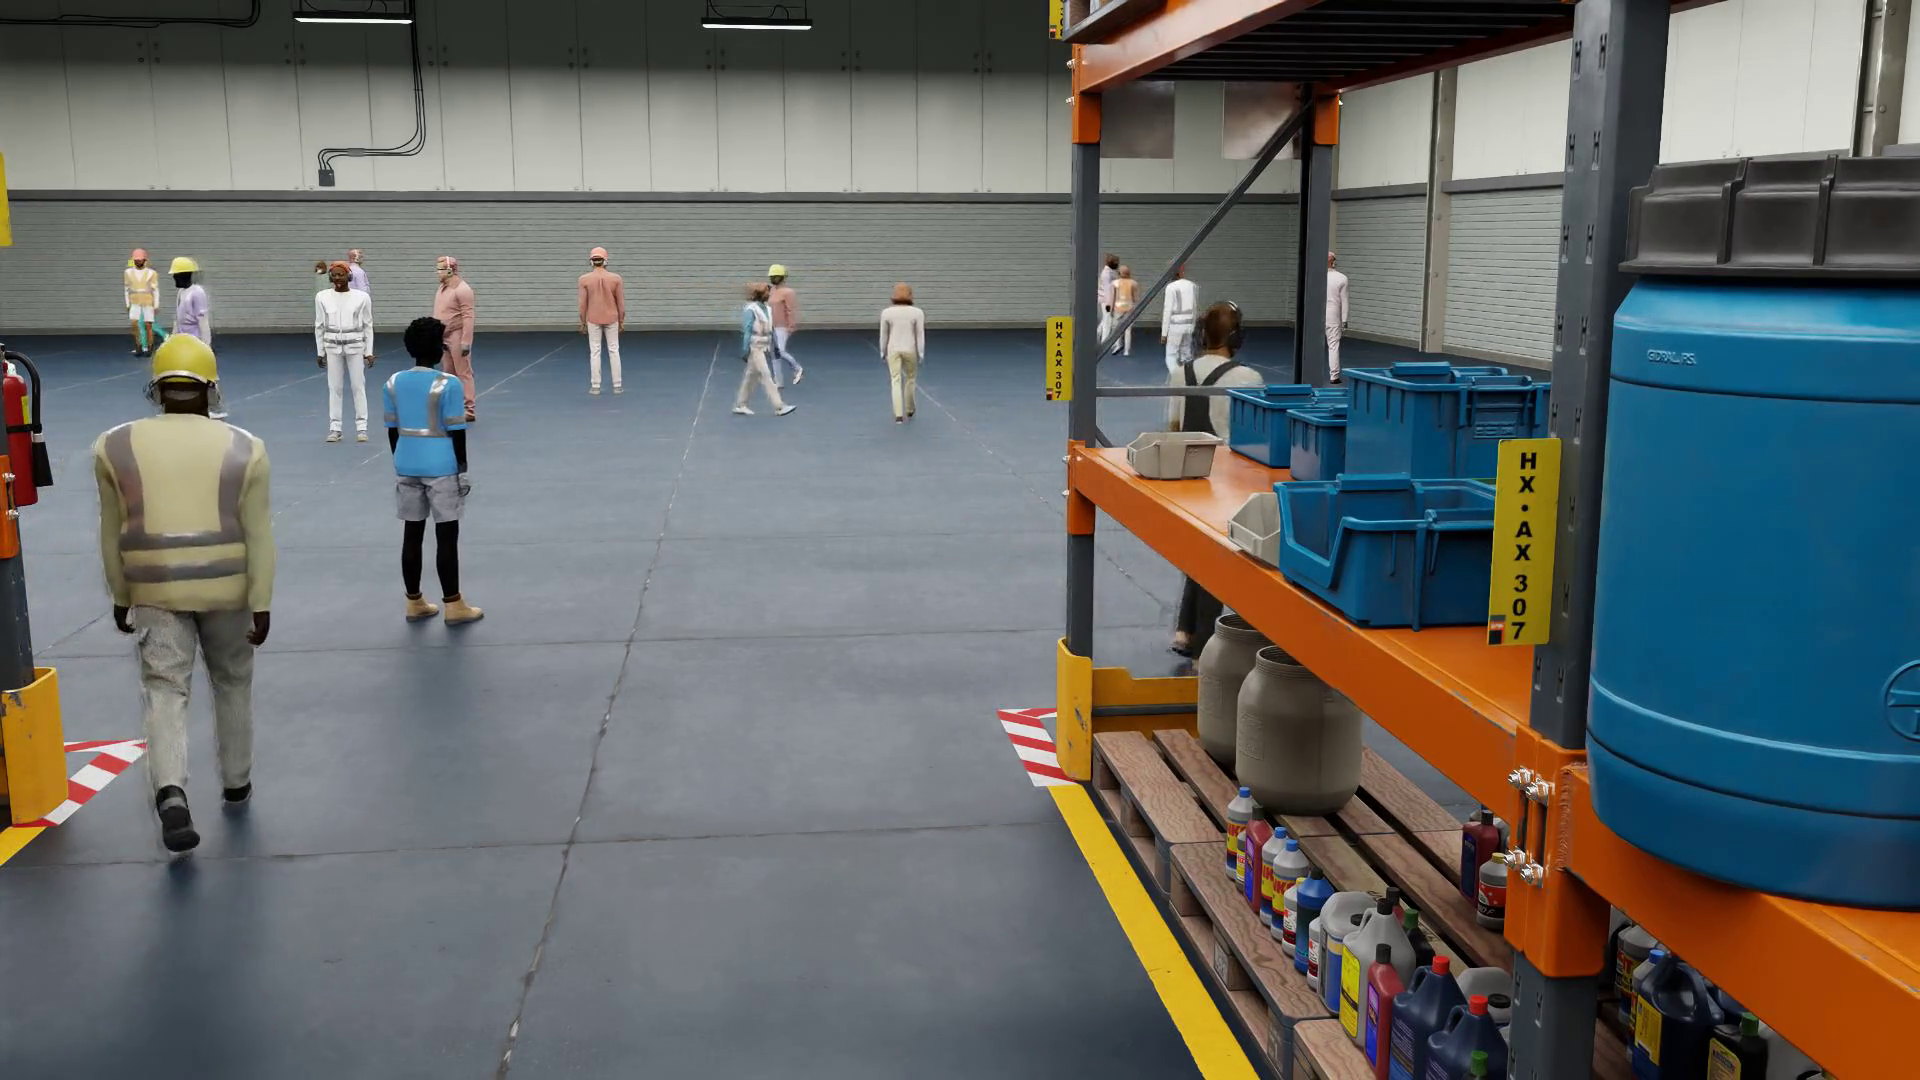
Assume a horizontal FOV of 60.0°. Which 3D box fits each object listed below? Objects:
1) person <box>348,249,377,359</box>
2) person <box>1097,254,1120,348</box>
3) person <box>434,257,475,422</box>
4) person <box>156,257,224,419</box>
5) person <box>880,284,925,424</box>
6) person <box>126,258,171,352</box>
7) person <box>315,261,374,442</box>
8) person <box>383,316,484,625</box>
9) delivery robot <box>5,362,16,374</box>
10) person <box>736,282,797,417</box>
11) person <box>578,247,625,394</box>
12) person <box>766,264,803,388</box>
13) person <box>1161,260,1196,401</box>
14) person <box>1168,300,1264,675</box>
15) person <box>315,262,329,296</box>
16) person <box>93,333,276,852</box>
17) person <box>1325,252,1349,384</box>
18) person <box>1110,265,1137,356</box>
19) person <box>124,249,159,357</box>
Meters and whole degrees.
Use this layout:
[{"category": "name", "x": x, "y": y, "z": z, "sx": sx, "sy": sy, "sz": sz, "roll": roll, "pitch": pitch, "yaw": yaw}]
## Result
[{"category": "person", "x": -10.564, "y": -4.138, "z": 29.228, "sx": 0.641, "sy": 1.908, "sz": 0.407, "roll": 9, "pitch": 14, "yaw": 42}, {"category": "person", "x": 2.781, "y": -4.575, "z": 31.933, "sx": 0.629, "sy": 1.803, "sz": 0.680, "roll": 3, "pitch": 11, "yaw": 16}, {"category": "person", "x": -5.845, "y": -2.301, "z": 19.168, "sx": 0.400, "sy": 1.905, "sz": 0.643, "roll": -10, "pitch": 14, "yaw": -43}, {"category": "person", "x": -8.980, "y": -2.298, "z": 19.190, "sx": 0.889, "sy": 1.893, "sz": 0.594, "roll": -8, "pitch": 13, "yaw": -38}, {"category": "person", "x": -0.663, "y": -2.157, "z": 19.216, "sx": 0.519, "sy": 1.579, "sz": 0.842, "roll": 0, "pitch": 10, "yaw": 1}, {"category": "person", "x": -15.103, "y": -4.358, "z": 30.899, "sx": 0.634, "sy": 1.747, "sz": 0.531, "roll": -6, "pitch": 12, "yaw": -29}, {"category": "person", "x": -6.420, "y": -1.962, "z": 17.362, "sx": 0.573, "sy": 1.883, "sz": 0.355, "roll": -2, "pitch": 10, "yaw": -10}, {"category": "person", "x": -2.927, "y": -0.378, "z": 9.188, "sx": 0.536, "sy": 1.696, "sz": 0.321, "roll": 4, "pitch": 11, "yaw": 23}, {"category": "delivery robot", "x": -12.833, "y": -2.227, "z": 22.199, "sx": 0.477, "sy": 0.478, "sz": 0.707, "roll": -5, "pitch": 11, "yaw": -24}, {"category": "person", "x": -2.330, "y": -2.257, "z": 19.775, "sx": 0.897, "sy": 1.582, "sz": 0.535, "roll": 4, "pitch": 11, "yaw": 19}, {"category": "person", "x": -4.870, "y": -2.977, "z": 22.643, "sx": 0.610, "sy": 1.985, "sz": 0.392, "roll": -3, "pitch": 11, "yaw": -16}, {"category": "person", "x": -2.511, "y": -2.993, "z": 23.376, "sx": 0.457, "sy": 1.754, "sz": 0.530, "roll": -10, "pitch": 14, "yaw": -43}, {"category": "person", "x": 2.908, "y": -2.714, "z": 21.622, "sx": 0.738, "sy": 1.860, "sz": 0.369, "roll": -9, "pitch": 14, "yaw": -40}, {"category": "person", "x": 1.259, "y": -0.243, "z": 8.104, "sx": 0.426, "sy": 1.828, "sz": 0.512, "roll": -9, "pitch": 14, "yaw": -41}, {"category": "person", "x": -13.740, "y": -5.199, "z": 35.864, "sx": 0.552, "sy": 1.610, "sz": 0.321, "roll": 9, "pitch": 13, "yaw": 40}, {"category": "person", "x": -2.727, "y": 0.174, "z": 5.896, "sx": 0.579, "sy": 1.798, "sz": 0.837, "roll": -4, "pitch": 11, "yaw": -20}, {"category": "person", "x": 5.340, "y": -3.227, "z": 24.231, "sx": 0.651, "sy": 1.906, "sz": 0.404, "roll": 4, "pitch": 11, "yaw": 21}, {"category": "person", "x": 2.932, "y": -4.104, "z": 29.826, "sx": 0.534, "sy": 1.628, "sz": 0.394, "roll": -1, "pitch": 10, "yaw": -8}, {"category": "person", "x": -14.503, "y": -4.186, "z": 29.453, "sx": 0.583, "sy": 1.914, "sz": 0.657, "roll": -2, "pitch": 11, "yaw": -13}]
